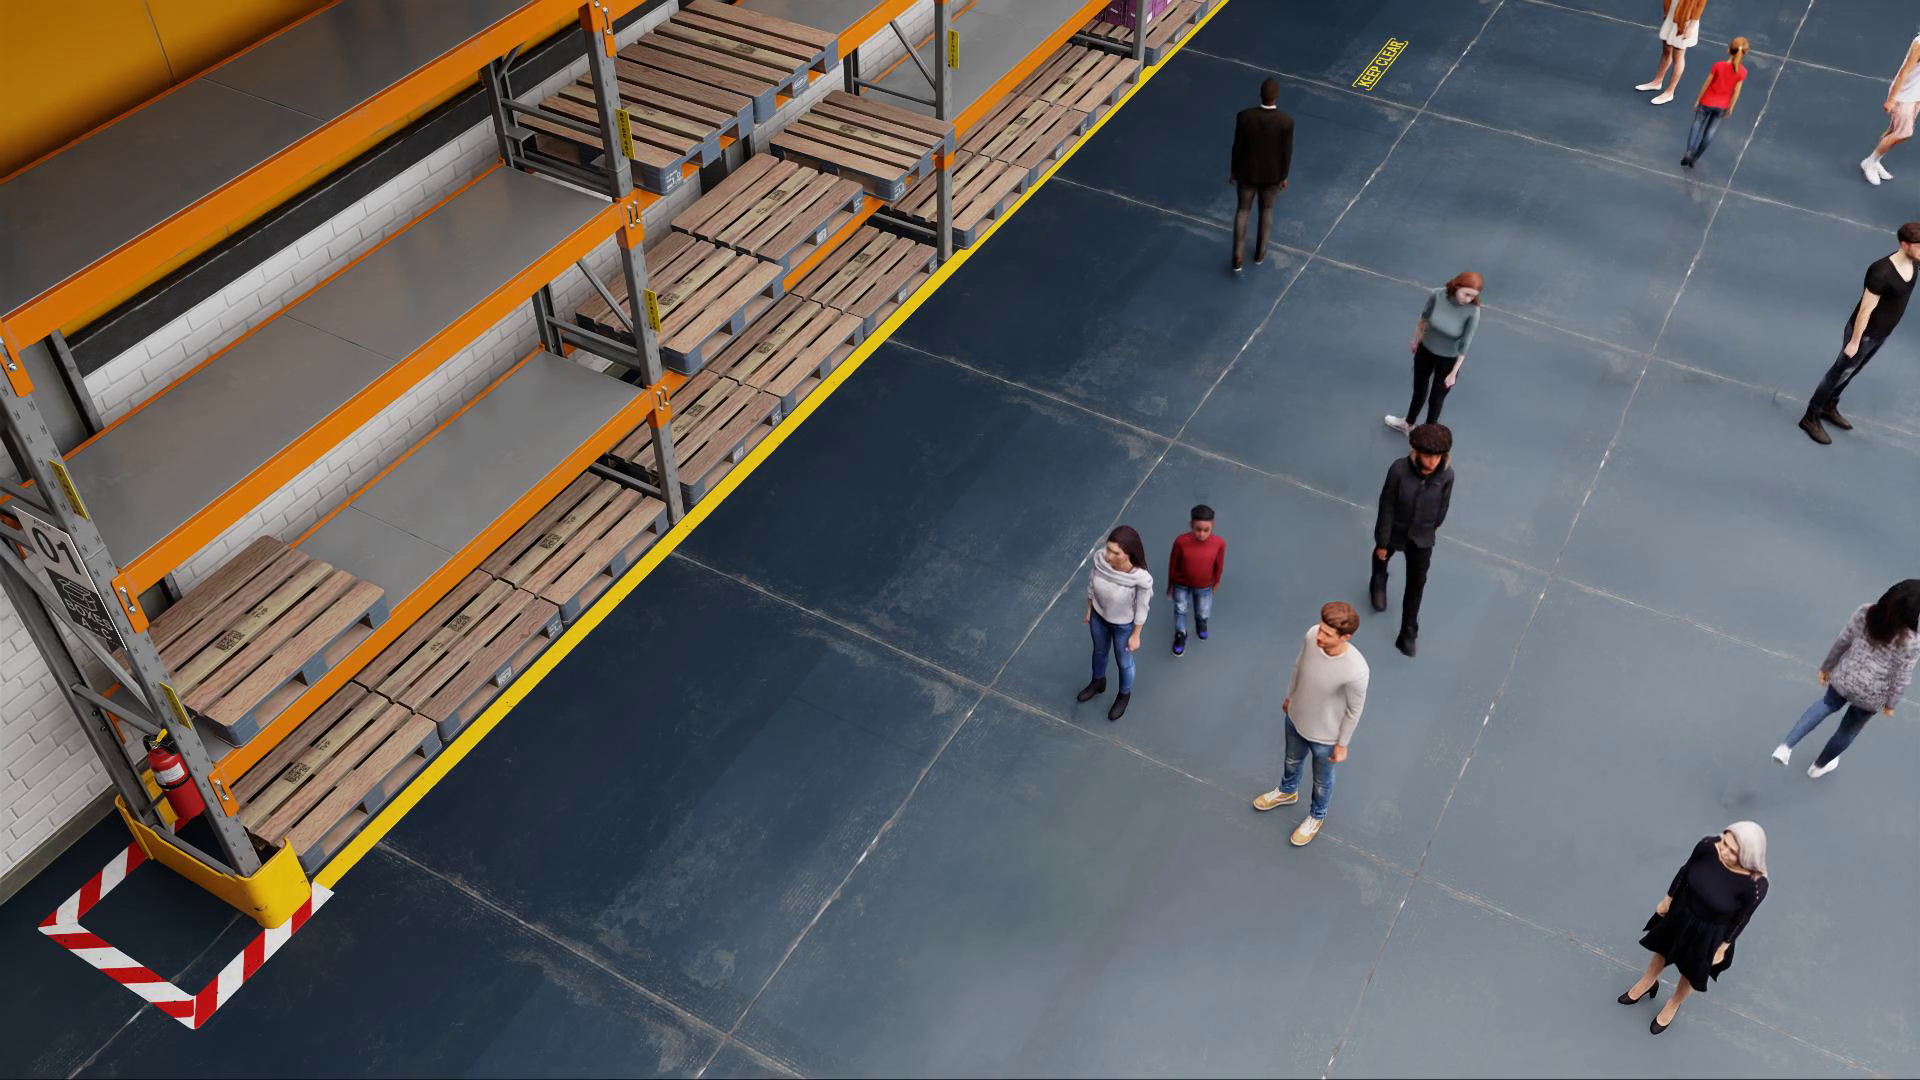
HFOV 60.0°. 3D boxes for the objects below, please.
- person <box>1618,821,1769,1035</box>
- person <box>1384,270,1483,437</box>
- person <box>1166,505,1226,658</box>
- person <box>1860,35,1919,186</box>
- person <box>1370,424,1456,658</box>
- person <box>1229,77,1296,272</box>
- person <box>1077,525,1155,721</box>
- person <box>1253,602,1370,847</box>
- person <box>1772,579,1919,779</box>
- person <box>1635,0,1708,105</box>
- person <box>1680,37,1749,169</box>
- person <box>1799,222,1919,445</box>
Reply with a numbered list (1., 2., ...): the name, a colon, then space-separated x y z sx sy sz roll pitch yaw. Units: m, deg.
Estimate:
1. person: 3.932 2.065 8.875 0.714 1.746 0.697 -23 48 -23
2. person: 3.563 -1.405 12.537 0.664 1.718 0.793 -22 48 -22
3. person: 1.565 0.218 11.175 0.597 1.248 0.655 6 44 7
4. person: 8.742 -4.176 15.404 0.770 1.776 0.868 -21 48 -21
5. person: 2.983 -0.137 11.199 0.946 1.730 1.180 2 44 2
6. person: 2.565 -3.132 14.288 0.765 1.803 0.801 8 44 8
7. person: 0.994 0.498 10.601 0.640 1.634 0.571 31 52 28
8. person: 2.116 1.060 9.816 0.731 1.903 0.757 -25 49 -24
9. person: 5.423 0.901 10.117 0.928 1.718 0.834 -20 47 -20
10. person: 7.178 -5.186 16.503 0.768 1.722 0.700 -8 44 -9
11. person: 7.092 -4.058 15.631 0.527 1.291 0.632 14 45 15
12. person: 6.886 -1.602 12.617 0.644 1.895 0.814 -27 50 -26
